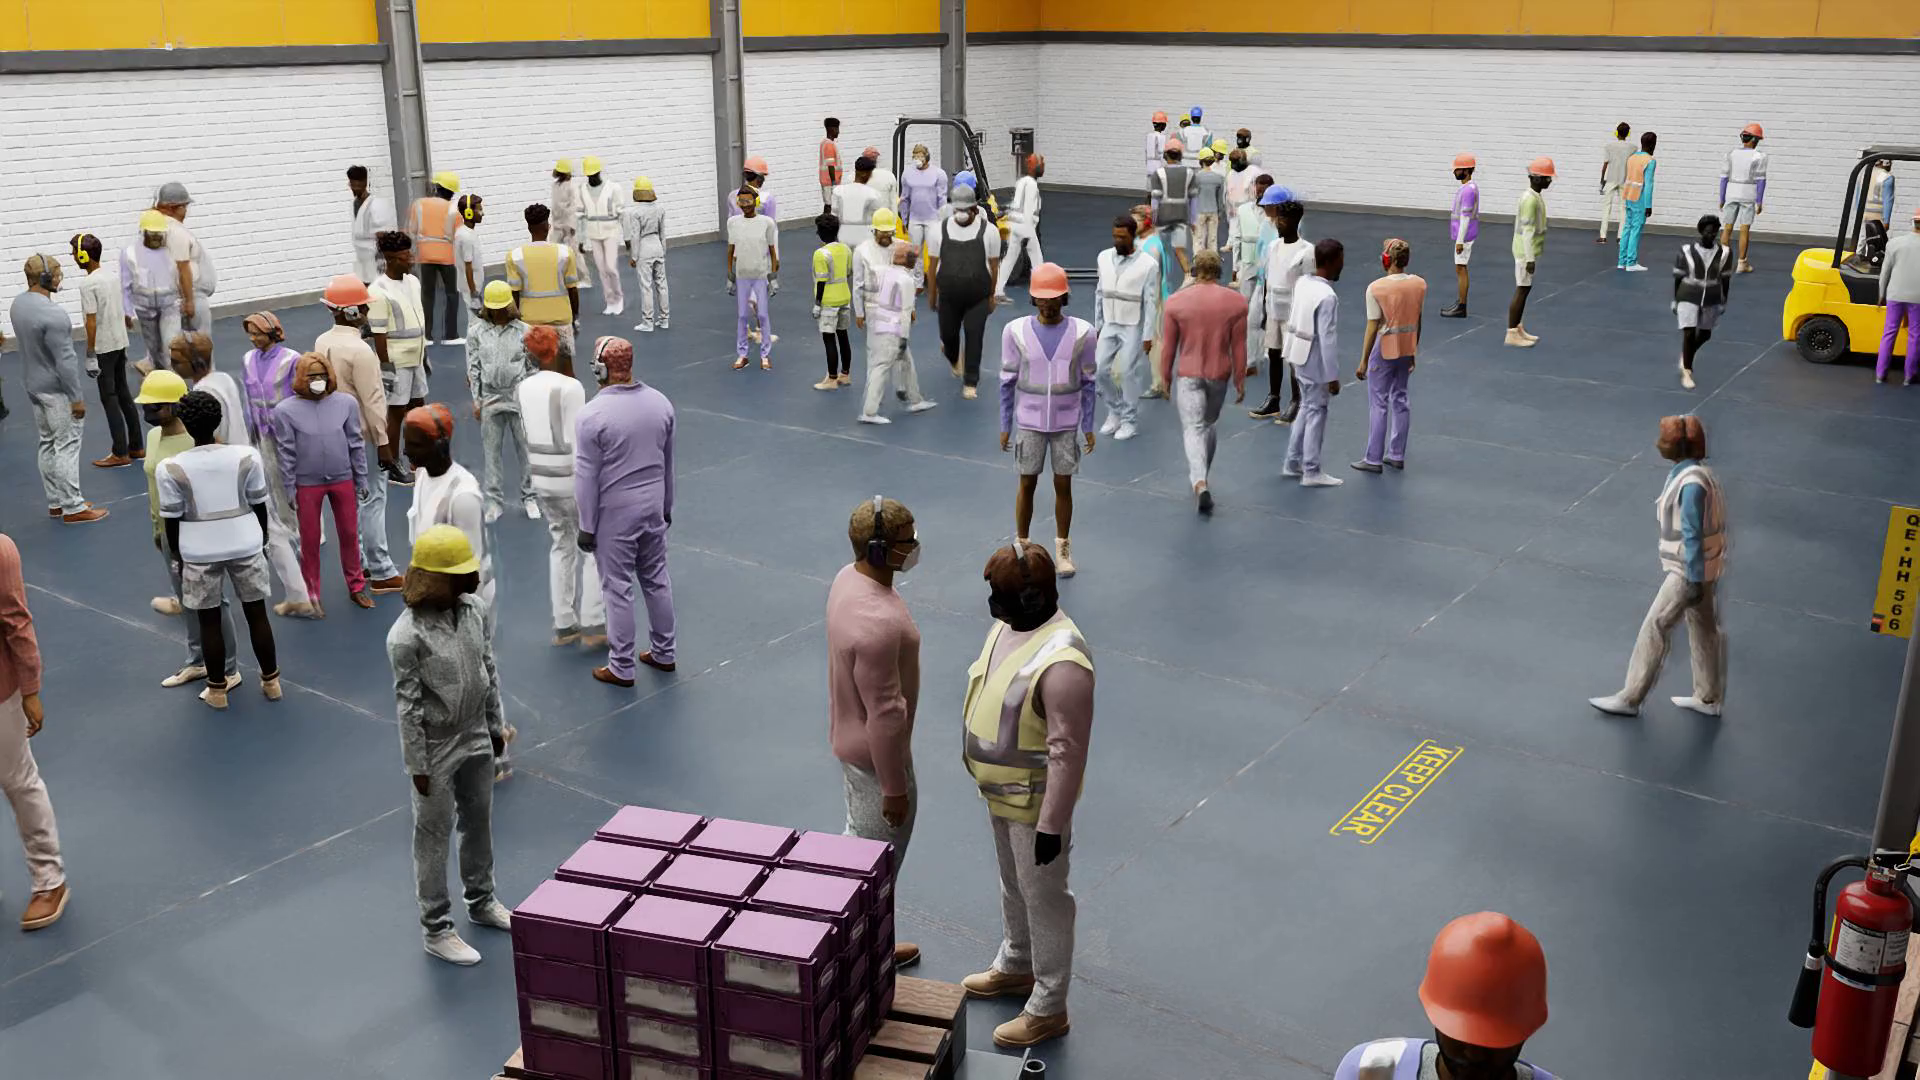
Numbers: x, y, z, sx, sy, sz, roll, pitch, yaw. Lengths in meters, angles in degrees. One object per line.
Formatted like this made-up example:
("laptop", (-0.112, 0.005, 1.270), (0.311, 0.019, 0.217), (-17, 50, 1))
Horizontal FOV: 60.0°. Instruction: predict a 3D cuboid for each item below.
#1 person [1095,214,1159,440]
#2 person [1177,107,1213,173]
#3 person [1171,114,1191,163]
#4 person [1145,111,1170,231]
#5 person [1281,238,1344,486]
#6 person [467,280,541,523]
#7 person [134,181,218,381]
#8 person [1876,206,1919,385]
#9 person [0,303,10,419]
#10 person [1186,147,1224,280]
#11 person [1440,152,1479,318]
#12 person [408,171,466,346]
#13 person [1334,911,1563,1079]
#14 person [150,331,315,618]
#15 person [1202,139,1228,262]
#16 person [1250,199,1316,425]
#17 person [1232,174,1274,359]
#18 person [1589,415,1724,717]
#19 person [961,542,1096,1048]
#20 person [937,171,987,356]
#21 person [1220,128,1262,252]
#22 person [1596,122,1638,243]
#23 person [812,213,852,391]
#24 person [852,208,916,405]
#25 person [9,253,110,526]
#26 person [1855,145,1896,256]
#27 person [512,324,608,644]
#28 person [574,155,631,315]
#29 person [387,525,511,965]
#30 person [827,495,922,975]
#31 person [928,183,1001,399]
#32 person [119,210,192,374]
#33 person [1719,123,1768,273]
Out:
("person", (1.388, -1.796, 14.091), (0.624, 1.901, 0.479), (13, 22, 35))
("person", (4.043, -6.476, 28.686), (0.601, 1.939, 0.412), (3, 18, 8))
("person", (3.996, -6.726, 29.765), (0.531, 1.754, 0.342), (-2, 18, -7))
("person", (3.259, -6.073, 27.420), (0.359, 1.938, 0.545), (-9, 20, -25))
("person", (2.708, -1.346, 12.687), (0.466, 1.907, 0.644), (-3, 18, -8))
("person", (-3.225, -0.982, 11.822), (0.484, 1.735, 0.309), (-4, 18, -12))
("person", (-7.392, -2.365, 15.655), (0.763, 2.000, 0.690), (-14, 23, -38))
("person", (9.257, -2.389, 16.193), (0.572, 1.748, 0.342), (15, 23, 39))
("person", (-8.601, -1.887, 14.420), (0.561, 1.889, 0.997), (-6, 19, -19))
("person", (3.295, -4.396, 22.452), (0.533, 1.766, 0.317), (-6, 19, -17))
("person", (5.938, -3.612, 19.739), (0.389, 1.930, 0.544), (5, 18, 15))
("person", (-5.707, -3.042, 18.050), (0.758, 1.878, 0.387), (0, 18, 0))
("person", (0.973, 1.619, 3.354), (0.545, 1.942, 0.351), (7, 19, 20))
("person", (-4.347, -0.369, 9.823), (0.972, 1.788, 0.617), (2, 18, 6))
("person", (3.668, -4.869, 23.944), (0.526, 1.760, 0.339), (-16, 24, -41))
("person", (2.865, -2.001, 14.636), (0.361, 1.964, 0.613), (-11, 21, -30))
("person", (3.144, -2.867, 17.426), (0.593, 1.917, 0.392), (7, 19, 21))
("person", (3.642, 0.147, 8.512), (0.685, 1.596, 0.541), (7, 19, 20))
("person", (0.224, 0.883, 5.830), (0.429, 1.837, 0.621), (-6, 19, -17))
("person", (0.027, -2.892, 17.490), (0.623, 1.935, 0.436), (12, 21, 33))
("person", (4.194, -5.219, 24.899), (0.429, 1.846, 0.629), (-13, 22, -35))
("person", (10.264, -5.573, 25.990), (0.508, 1.861, 0.328), (3, 18, 11))
("person", (-1.230, -2.274, 15.931), (0.319, 1.693, 0.532), (10, 20, 27))
("person", (-0.690, -2.154, 15.356), (0.603, 1.820, 0.403), (-7, 19, -20))
("person", (-6.382, -1.052, 11.736), (0.634, 1.930, 0.384), (13, 22, 36))
("person", (12.066, -4.268, 21.943), (0.403, 1.833, 0.591), (-4, 18, -13))
("person", (-2.290, -0.306, 9.545), (0.665, 1.834, 0.366), (13, 22, 35))
("person", (-4.261, -3.621, 19.805), (0.632, 1.897, 0.471), (3, 18, 10))
("person", (-1.911, 0.773, 6.335), (0.320, 1.738, 0.485), (9, 20, 25))
("person", (-0.290, 0.771, 6.008), (0.359, 1.938, 0.635), (-4, 18, -12))
("person", (0.047, -2.401, 15.766), (0.691, 2.000, 0.787), (2, 18, 5))
("person", (-7.461, -2.186, 15.500), (0.598, 1.796, 0.874), (-7, 19, -20))
("person", (10.853, -4.733, 23.077), (0.403, 2.033, 0.607), (-15, 23, -39))
